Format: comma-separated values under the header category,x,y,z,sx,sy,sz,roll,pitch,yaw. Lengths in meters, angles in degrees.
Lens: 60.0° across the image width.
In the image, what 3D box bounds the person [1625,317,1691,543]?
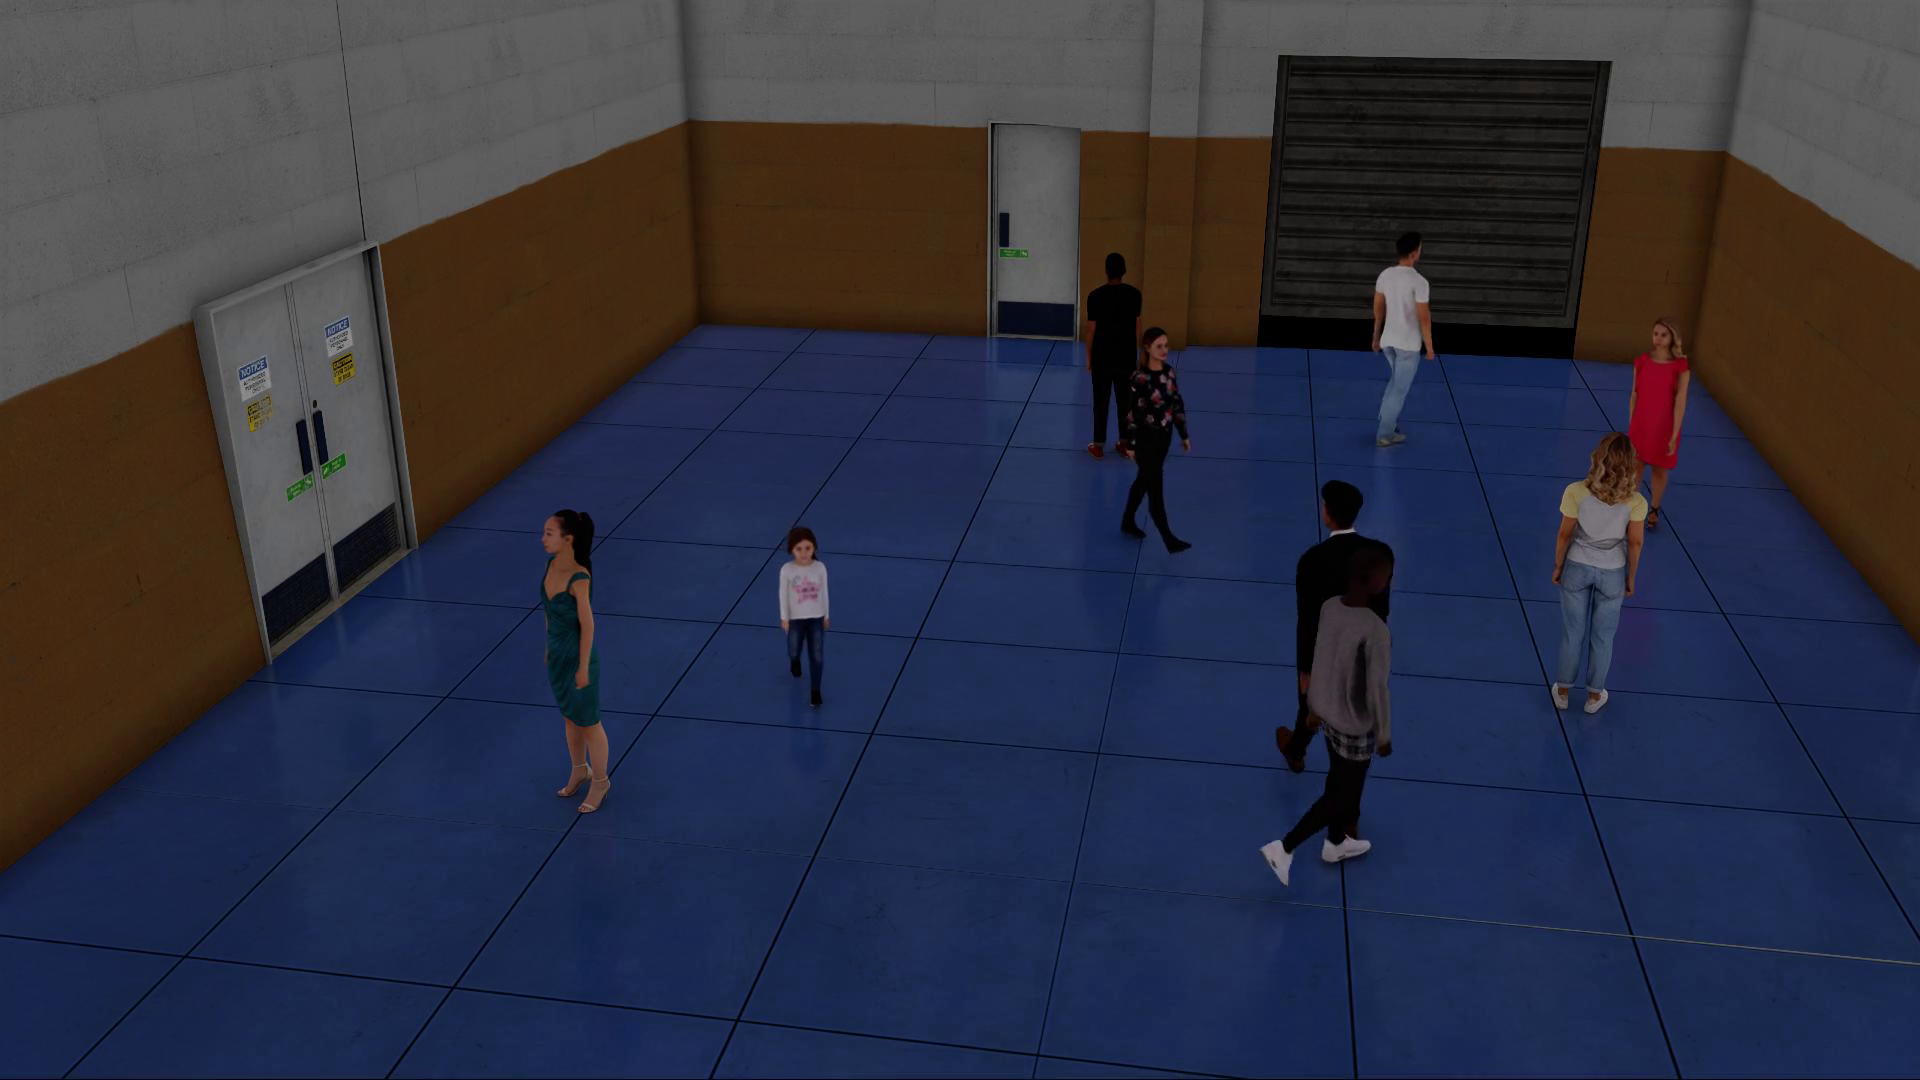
category,x,y,z,sx,sy,sz,roll,pitch,yaw
person,5.182,-0.814,12.320,1.055,1.684,0.959,16,27,34

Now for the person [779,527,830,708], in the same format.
category,x,y,z,sx,sy,sz,roll,pitch,yaw
person,-0.940,0.425,10.022,0.726,1.097,0.651,-4,22,-9

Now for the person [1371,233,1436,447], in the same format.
category,x,y,z,sx,sy,sz,roll,pitch,yaw
person,3.737,-1.695,14.293,0.872,1.847,0.824,-12,25,-27

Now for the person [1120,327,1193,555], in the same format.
category,x,y,z,sx,sy,sz,roll,pitch,yaw
person,1.349,-0.743,12.201,0.977,1.642,1.098,-18,28,-38

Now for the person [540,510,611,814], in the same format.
category,x,y,z,sx,sy,sz,roll,pitch,yaw
person,-2.025,0.634,8.716,0.684,1.685,0.609,-17,27,-36

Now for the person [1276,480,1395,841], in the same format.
category,x,y,z,sx,sy,sz,roll,pitch,yaw
person,1.975,0.658,8.479,1.245,1.817,1.040,-3,22,-6

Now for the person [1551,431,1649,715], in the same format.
category,x,y,z,sx,sy,sz,roll,pitch,yaw
person,3.717,0.195,9.736,0.554,1.722,0.734,9,23,21

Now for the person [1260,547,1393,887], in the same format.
category,x,y,z,sx,sy,sz,roll,pitch,yaw
person,1.790,0.883,8.007,1.113,1.751,0.968,-11,24,-25

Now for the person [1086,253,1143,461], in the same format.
category,x,y,z,sx,sy,sz,roll,pitch,yaw
person,1.302,-1.549,14.054,0.573,1.756,0.732,-2,22,-6
